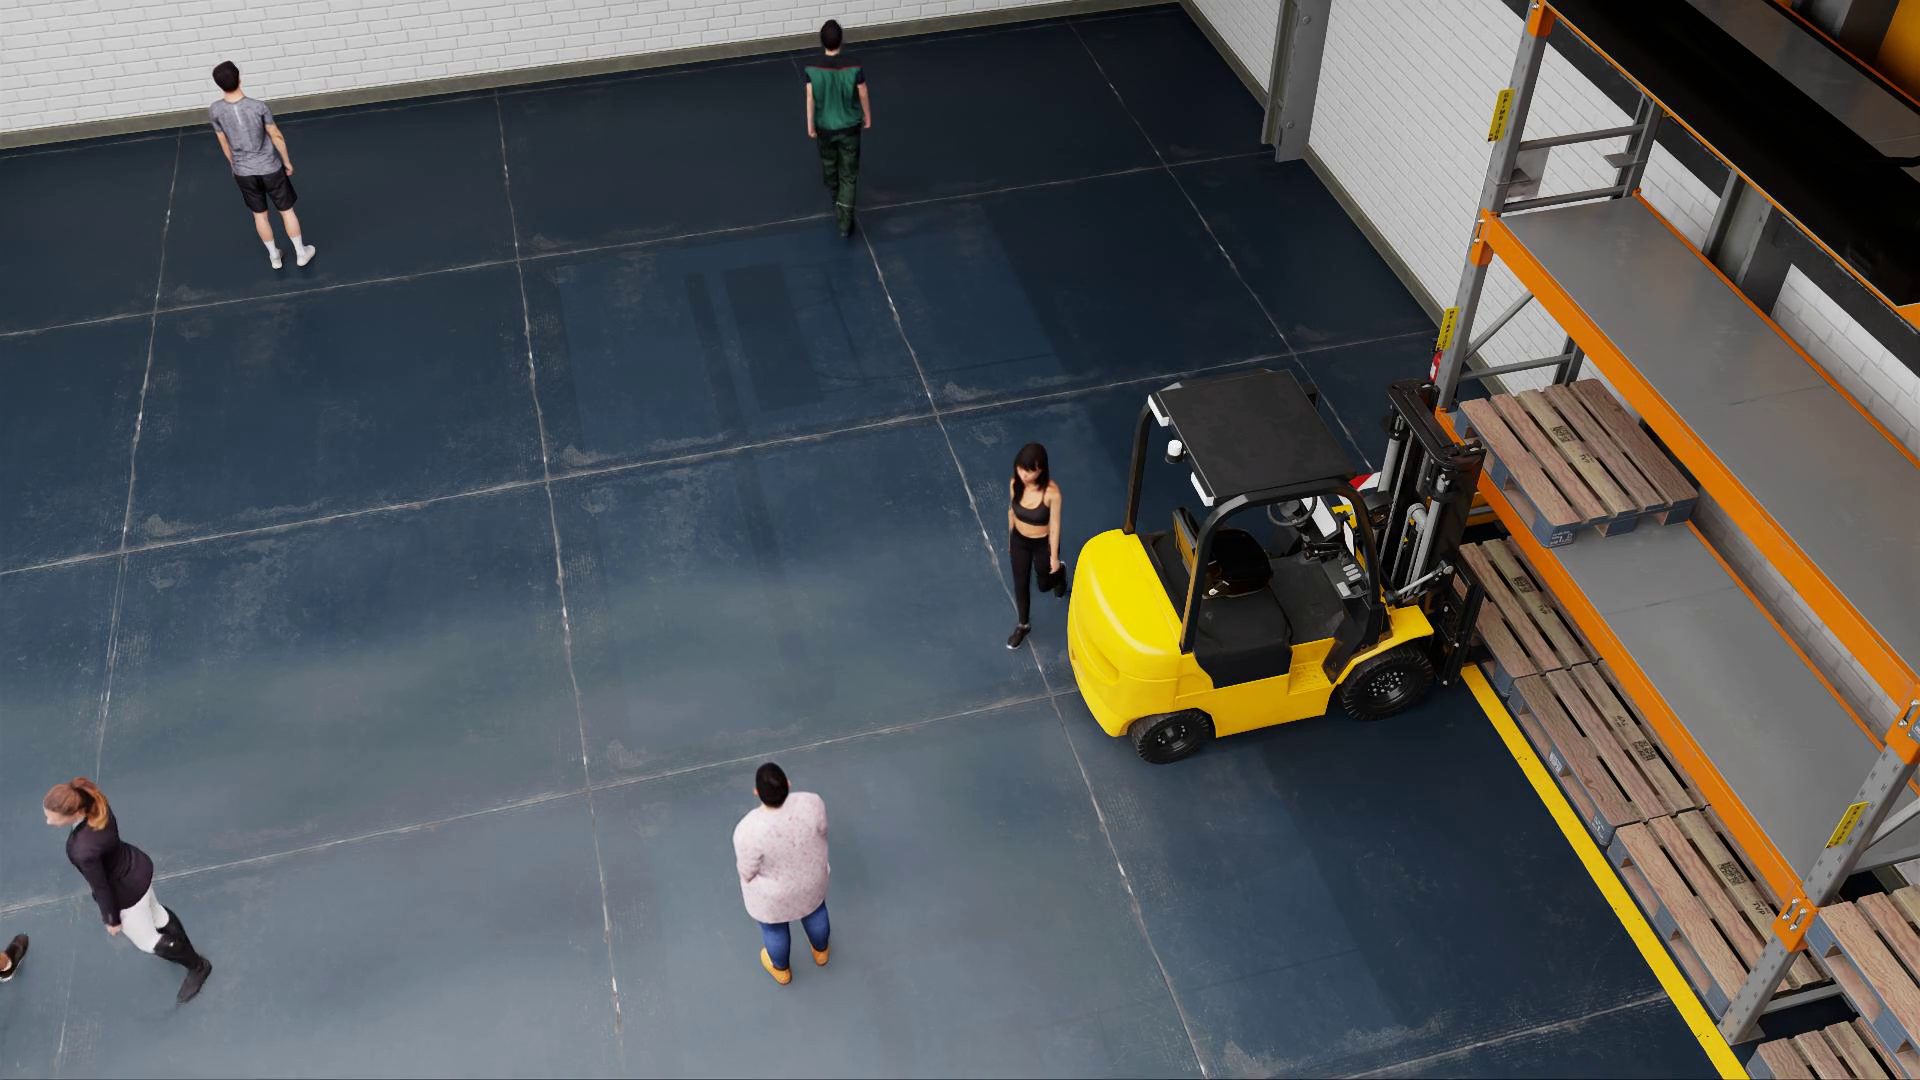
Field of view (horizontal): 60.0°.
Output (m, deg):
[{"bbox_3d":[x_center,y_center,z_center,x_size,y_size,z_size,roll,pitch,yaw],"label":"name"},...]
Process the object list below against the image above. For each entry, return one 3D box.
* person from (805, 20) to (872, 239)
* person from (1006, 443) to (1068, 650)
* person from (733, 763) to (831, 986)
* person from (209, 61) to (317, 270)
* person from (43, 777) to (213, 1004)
[{"bbox_3d":[-1.040,-3.490,14.259,0.965,1.857,1.287,4,44,4],"label":"person"},{"bbox_3d":[0.528,-0.022,10.784,0.891,1.630,0.969,20,47,20],"label":"person"},{"bbox_3d":[-0.928,1.759,8.832,0.746,1.742,0.699,-20,47,-20],"label":"person"},{"bbox_3d":[-5.847,-3.099,13.848,0.674,1.856,0.582,-6,44,-7],"label":"person"},{"bbox_3d":[-4.387,1.840,8.755,0.730,1.731,0.537,-8,44,-8],"label":"person"}]
